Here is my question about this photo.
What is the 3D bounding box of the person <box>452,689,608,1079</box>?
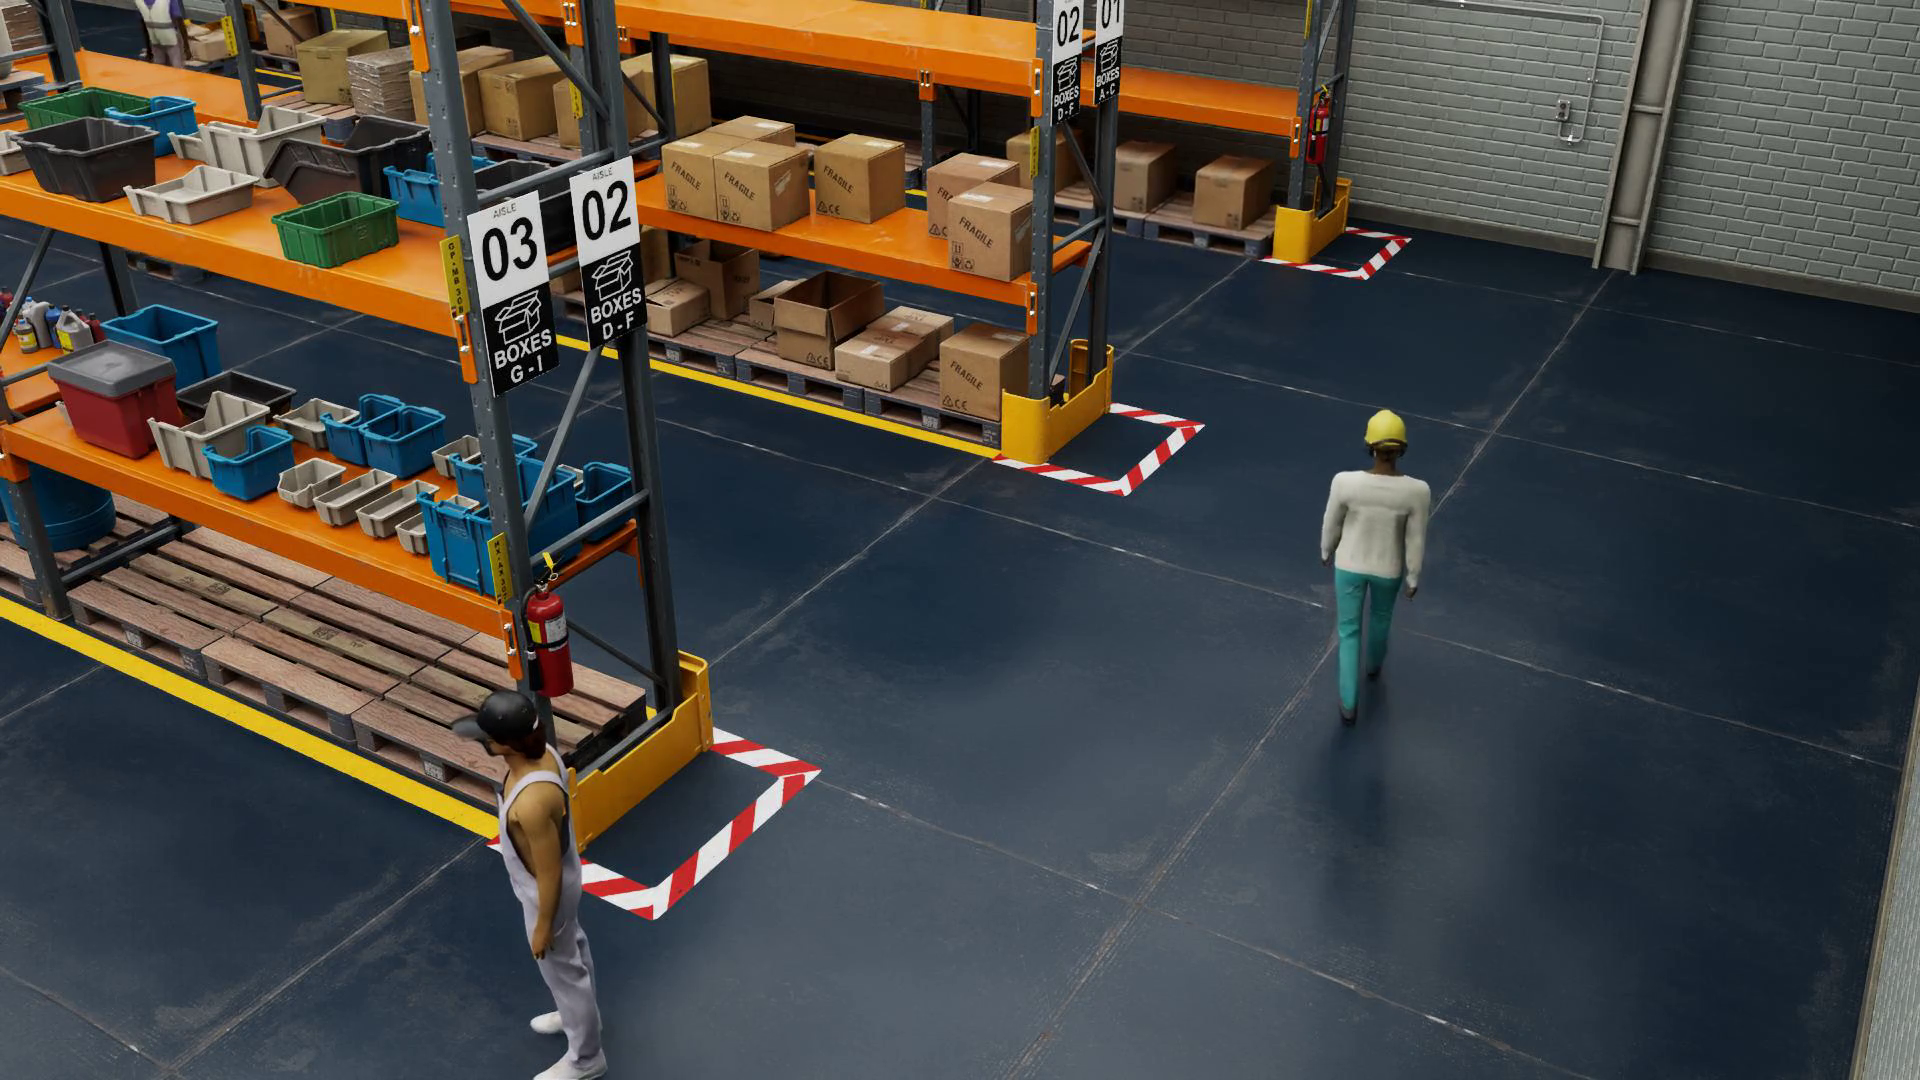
[{"bbox_3d":[-1.679,1.372,6.536,0.391,1.860,0.531,-6,30,-11],"label":"person"}]

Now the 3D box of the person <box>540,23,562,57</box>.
[{"bbox_3d":[-4.171,-4.499,17.242,0.341,1.695,0.542,-9,30,-16],"label":"person"}]

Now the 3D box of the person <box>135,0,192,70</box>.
[{"bbox_3d":[-9.154,-5.757,19.375,0.728,1.825,0.523,6,30,10],"label":"person"}]

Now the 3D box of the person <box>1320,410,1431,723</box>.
[{"bbox_3d":[2.203,0.076,8.980,0.531,1.729,0.800,4,29,8],"label":"person"}]

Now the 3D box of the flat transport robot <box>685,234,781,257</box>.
[{"bbox_3d":[-2.167,-3.022,16.056,1.431,0.231,0.659,17,33,27],"label":"flat transport robot"}]
